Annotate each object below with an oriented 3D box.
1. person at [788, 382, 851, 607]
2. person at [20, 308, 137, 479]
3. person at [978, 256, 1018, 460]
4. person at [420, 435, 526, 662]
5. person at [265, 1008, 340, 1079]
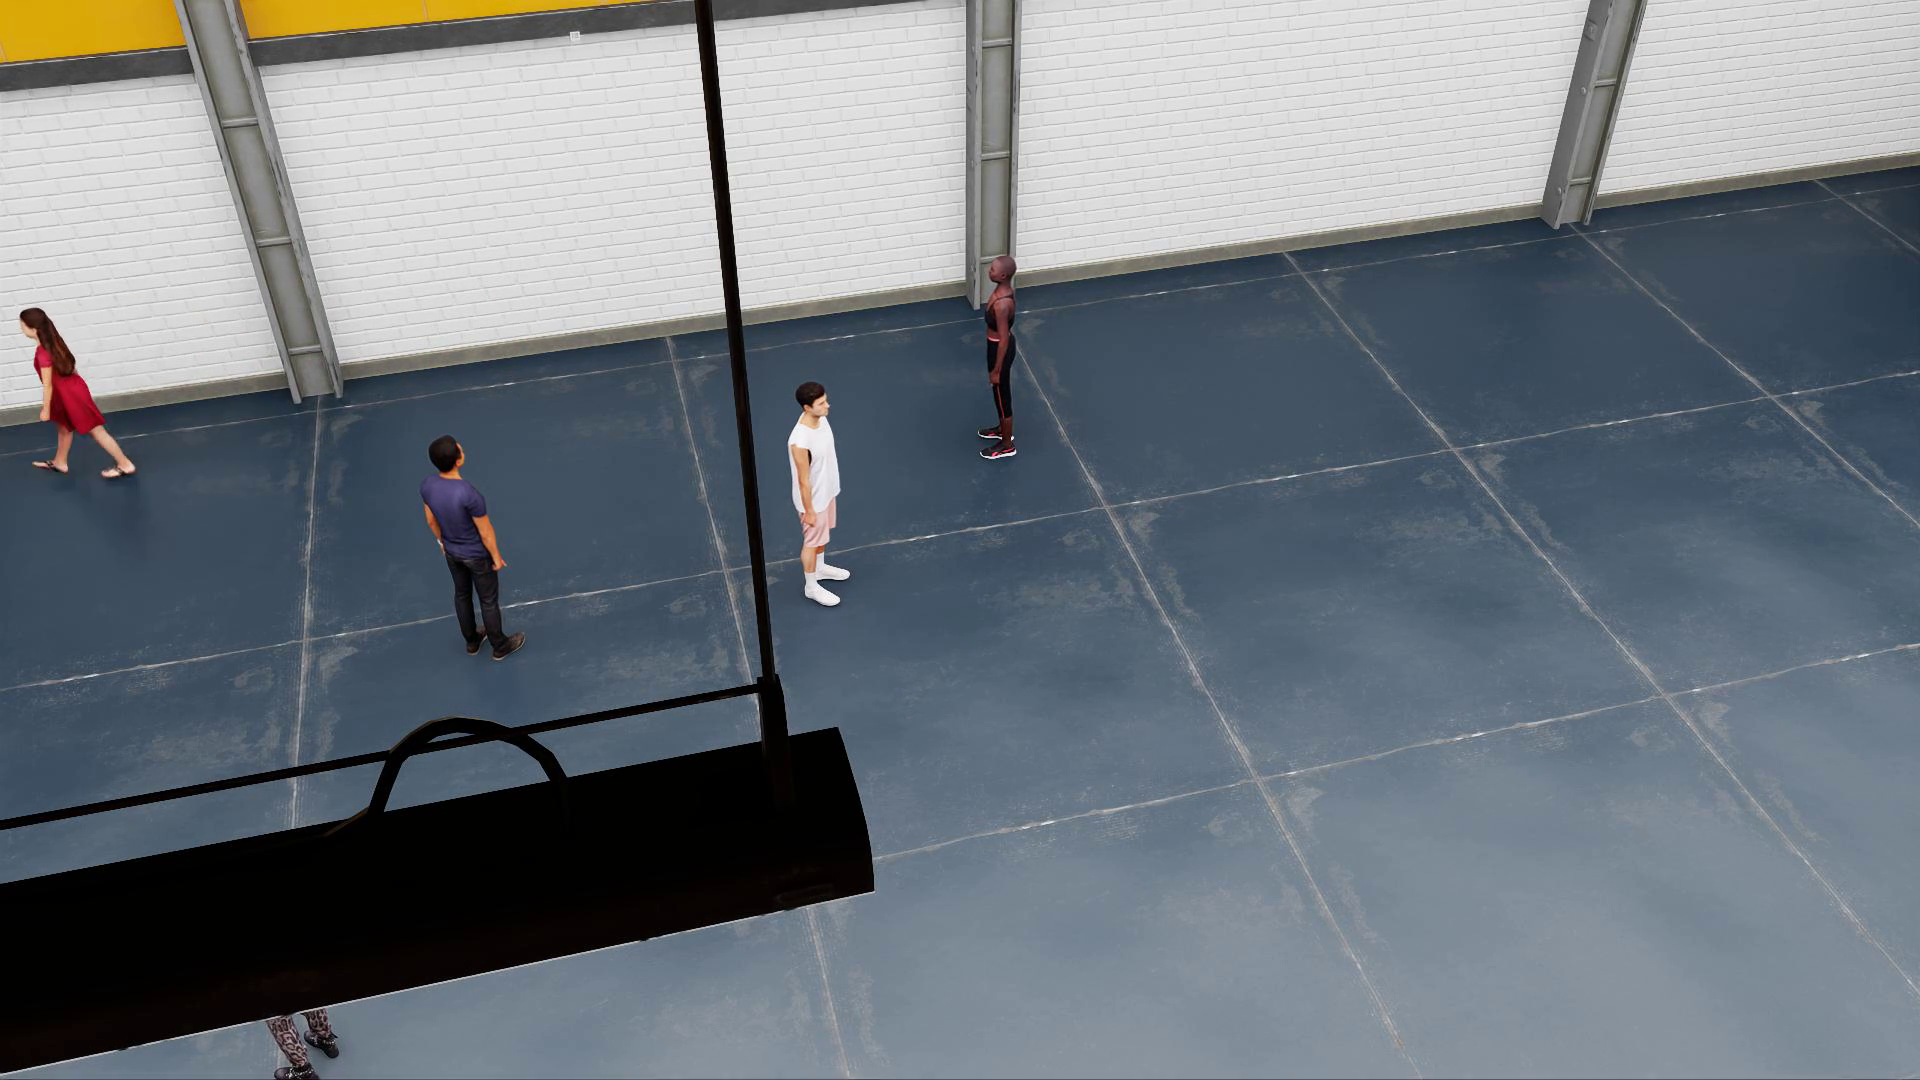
[{"bbox_3d":[-1.023,-0.354,11.699,0.724,1.788,0.729,8,39,10],"label":"person"},{"bbox_3d":[-6.799,-1.104,12.857,0.963,1.516,0.522,-10,40,-12],"label":"person"},{"bbox_3d":[0.331,-1.454,13.101,0.607,1.758,0.644,0,39,-1],"label":"person"},{"bbox_3d":[-3.315,0.067,11.168,0.666,1.793,0.776,12,40,15],"label":"person"},{"bbox_3d":[-3.540,2.202,8.558,0.724,1.714,0.680,14,41,16],"label":"person"}]
